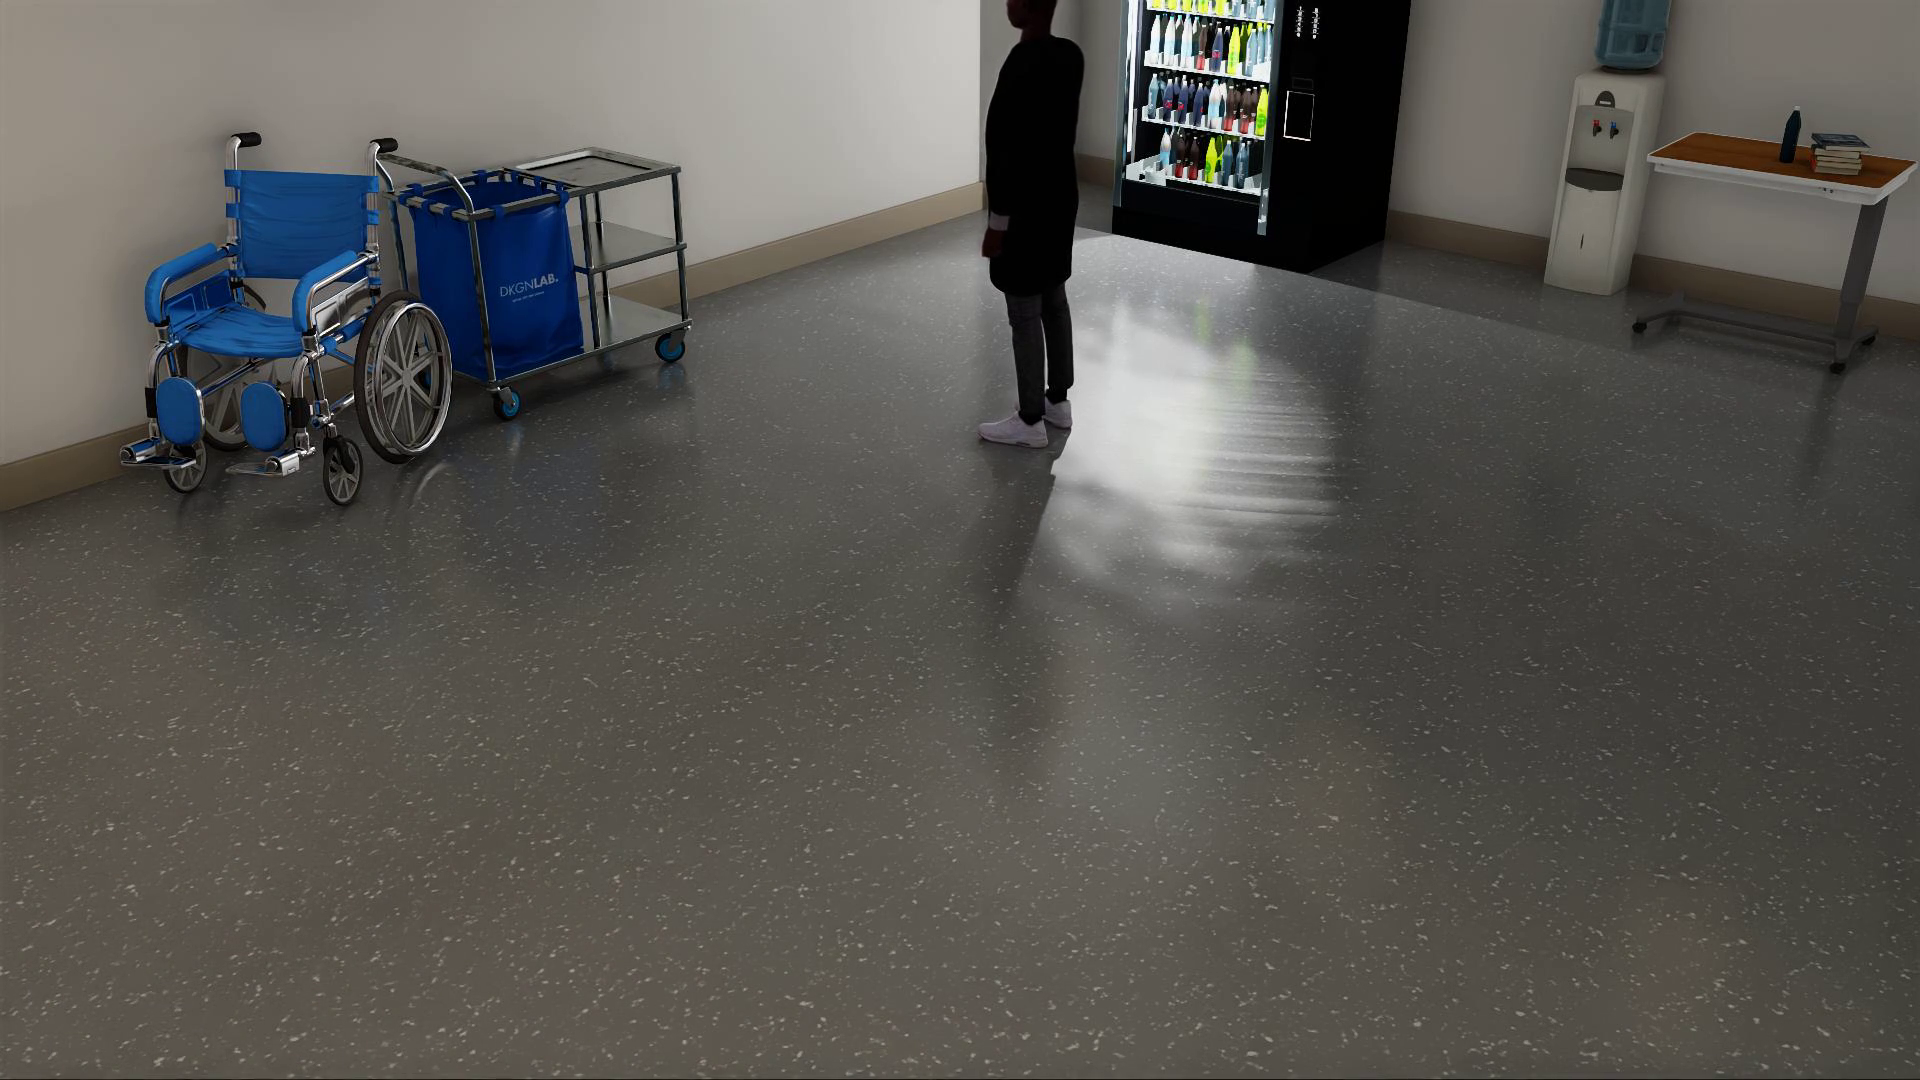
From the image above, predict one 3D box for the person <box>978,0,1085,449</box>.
[{"bbox_3d":[0.286,-1.216,6.151,0.586,1.763,0.666,16,30,29],"label":"person"}]
